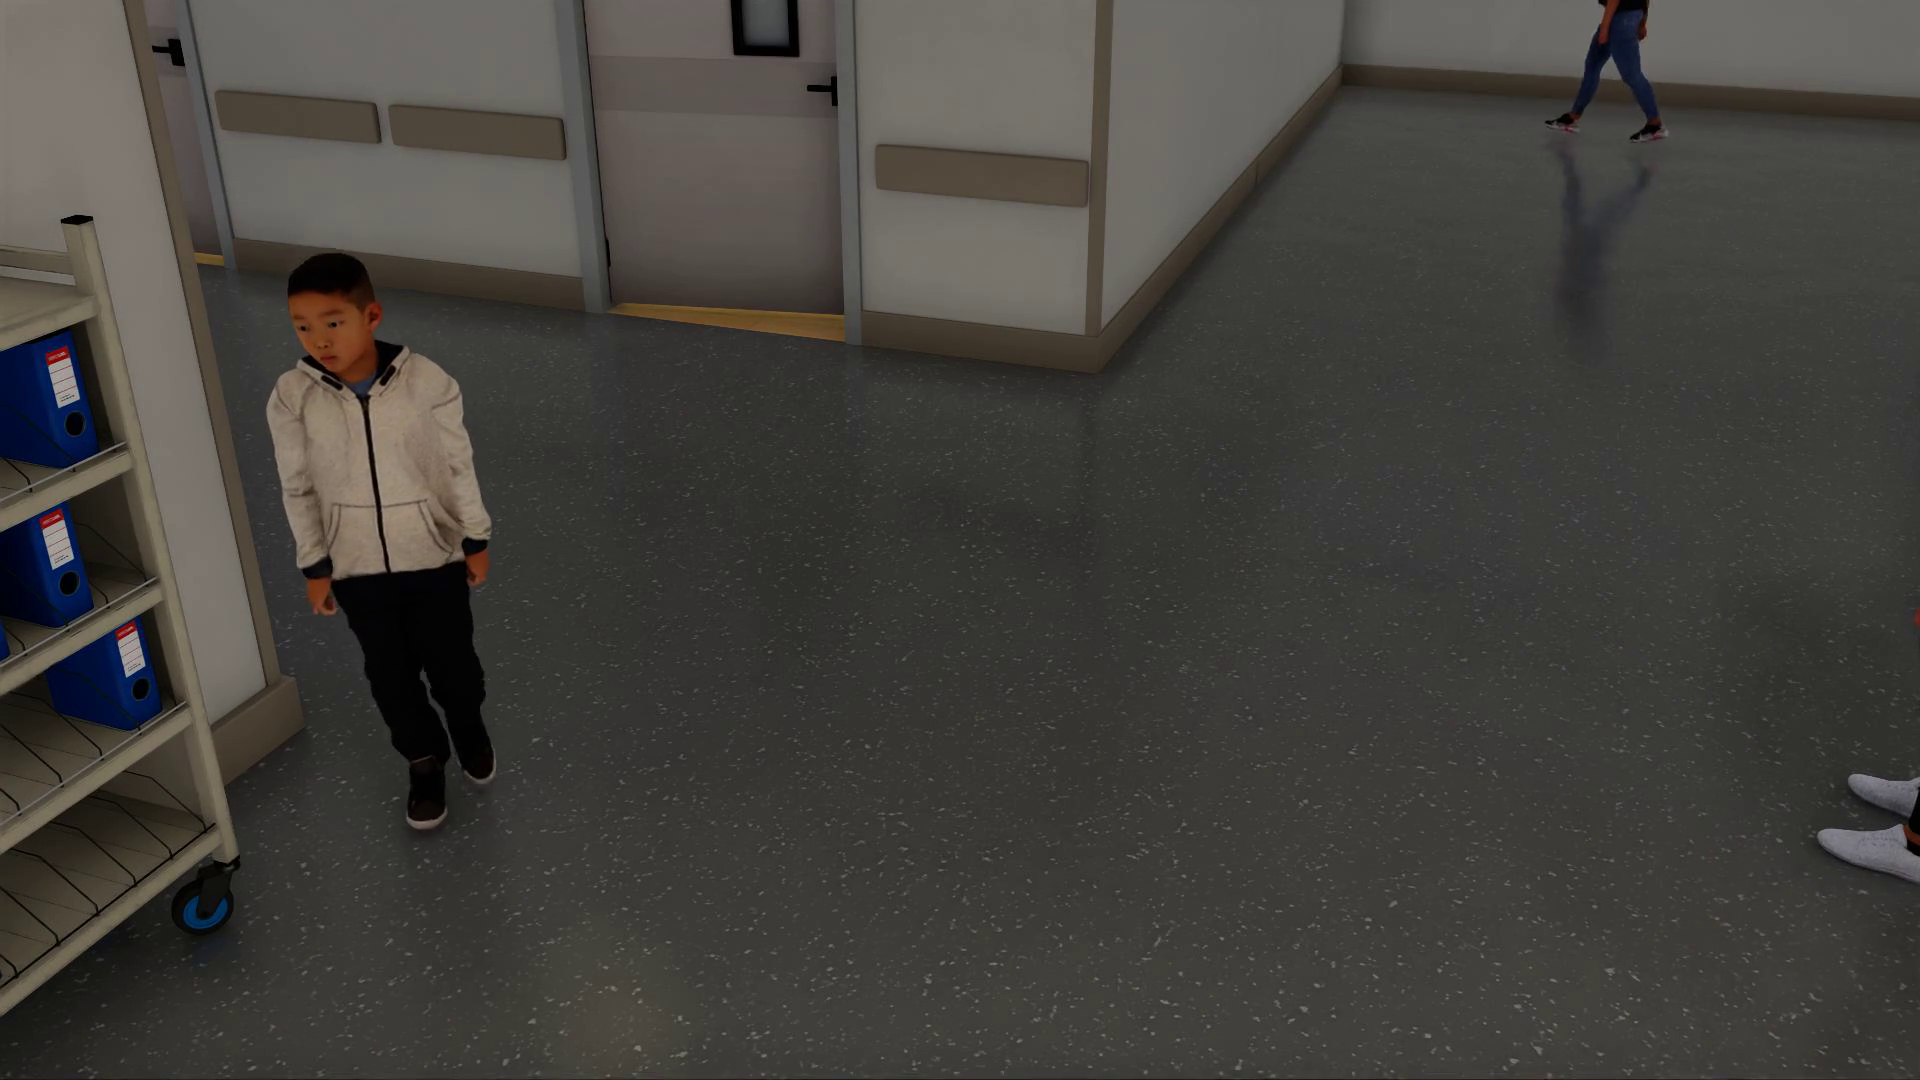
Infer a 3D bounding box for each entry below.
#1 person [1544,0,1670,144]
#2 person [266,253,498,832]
[{"bbox_3d":[4.352,-3.334,10.725,0.918,1.576,1.092,22,33,37],"label":"person"},{"bbox_3d":[-1.356,0.000,3.971,0.712,1.439,0.752,-8,27,-17],"label":"person"}]
